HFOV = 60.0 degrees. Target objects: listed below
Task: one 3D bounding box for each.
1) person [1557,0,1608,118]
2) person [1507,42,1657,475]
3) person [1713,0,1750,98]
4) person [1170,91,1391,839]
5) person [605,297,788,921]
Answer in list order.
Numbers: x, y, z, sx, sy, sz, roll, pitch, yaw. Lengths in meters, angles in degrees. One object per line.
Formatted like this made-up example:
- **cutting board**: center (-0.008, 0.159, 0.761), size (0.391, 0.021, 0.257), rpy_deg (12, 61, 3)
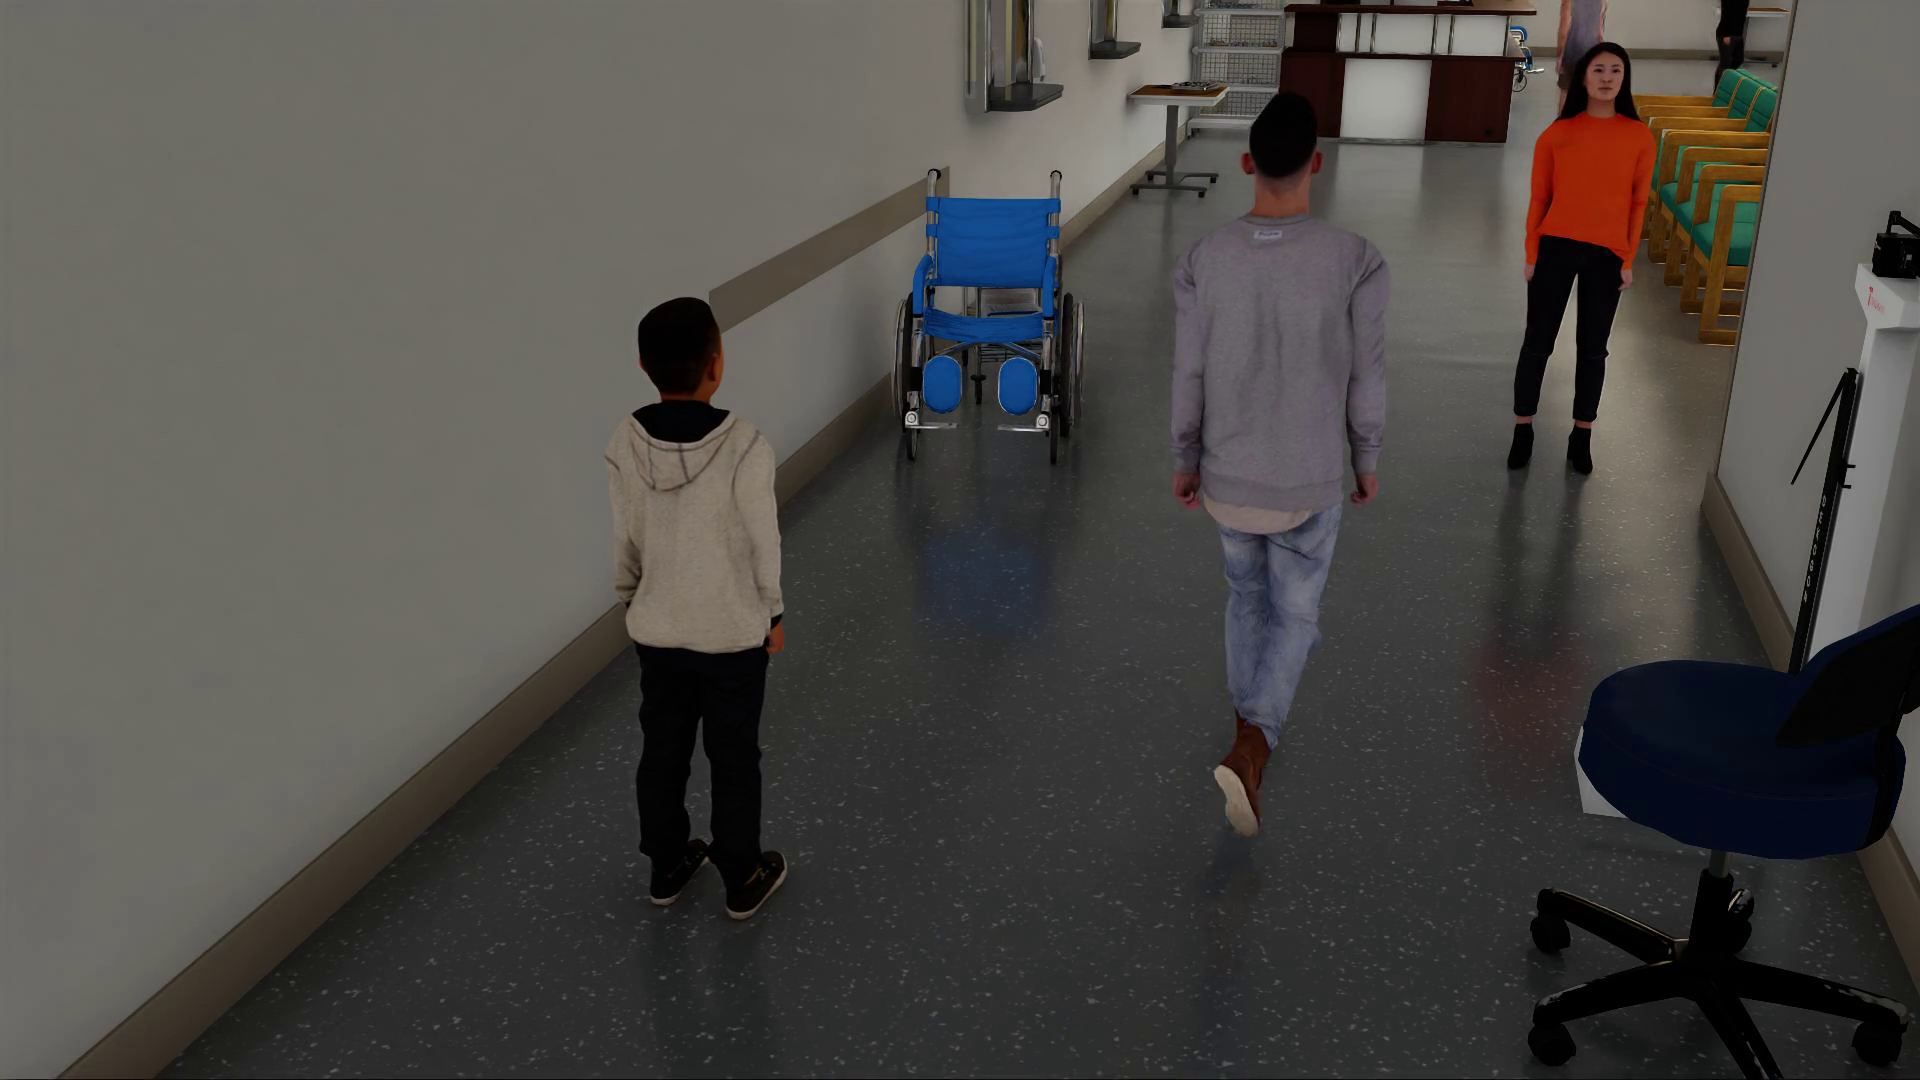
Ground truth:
- **person**: center (6.248, -4.834, 16.773), size (1.155, 1.787, 0.760), rpy_deg (3, 21, 7)
- **person**: center (2.556, -1.155, 6.876), size (0.485, 1.747, 0.671), rpy_deg (6, 22, 15)
- **person**: center (9.351, -6.200, 20.236), size (0.788, 1.719, 0.819), rpy_deg (-15, 26, -35)
- **person**: center (0.775, -0.153, 4.132), size (1.065, 1.817, 0.853), rpy_deg (9, 22, 21)
- **person**: center (-0.598, 0.178, 3.773), size (0.474, 1.453, 0.653), rpy_deg (8, 22, 20)
